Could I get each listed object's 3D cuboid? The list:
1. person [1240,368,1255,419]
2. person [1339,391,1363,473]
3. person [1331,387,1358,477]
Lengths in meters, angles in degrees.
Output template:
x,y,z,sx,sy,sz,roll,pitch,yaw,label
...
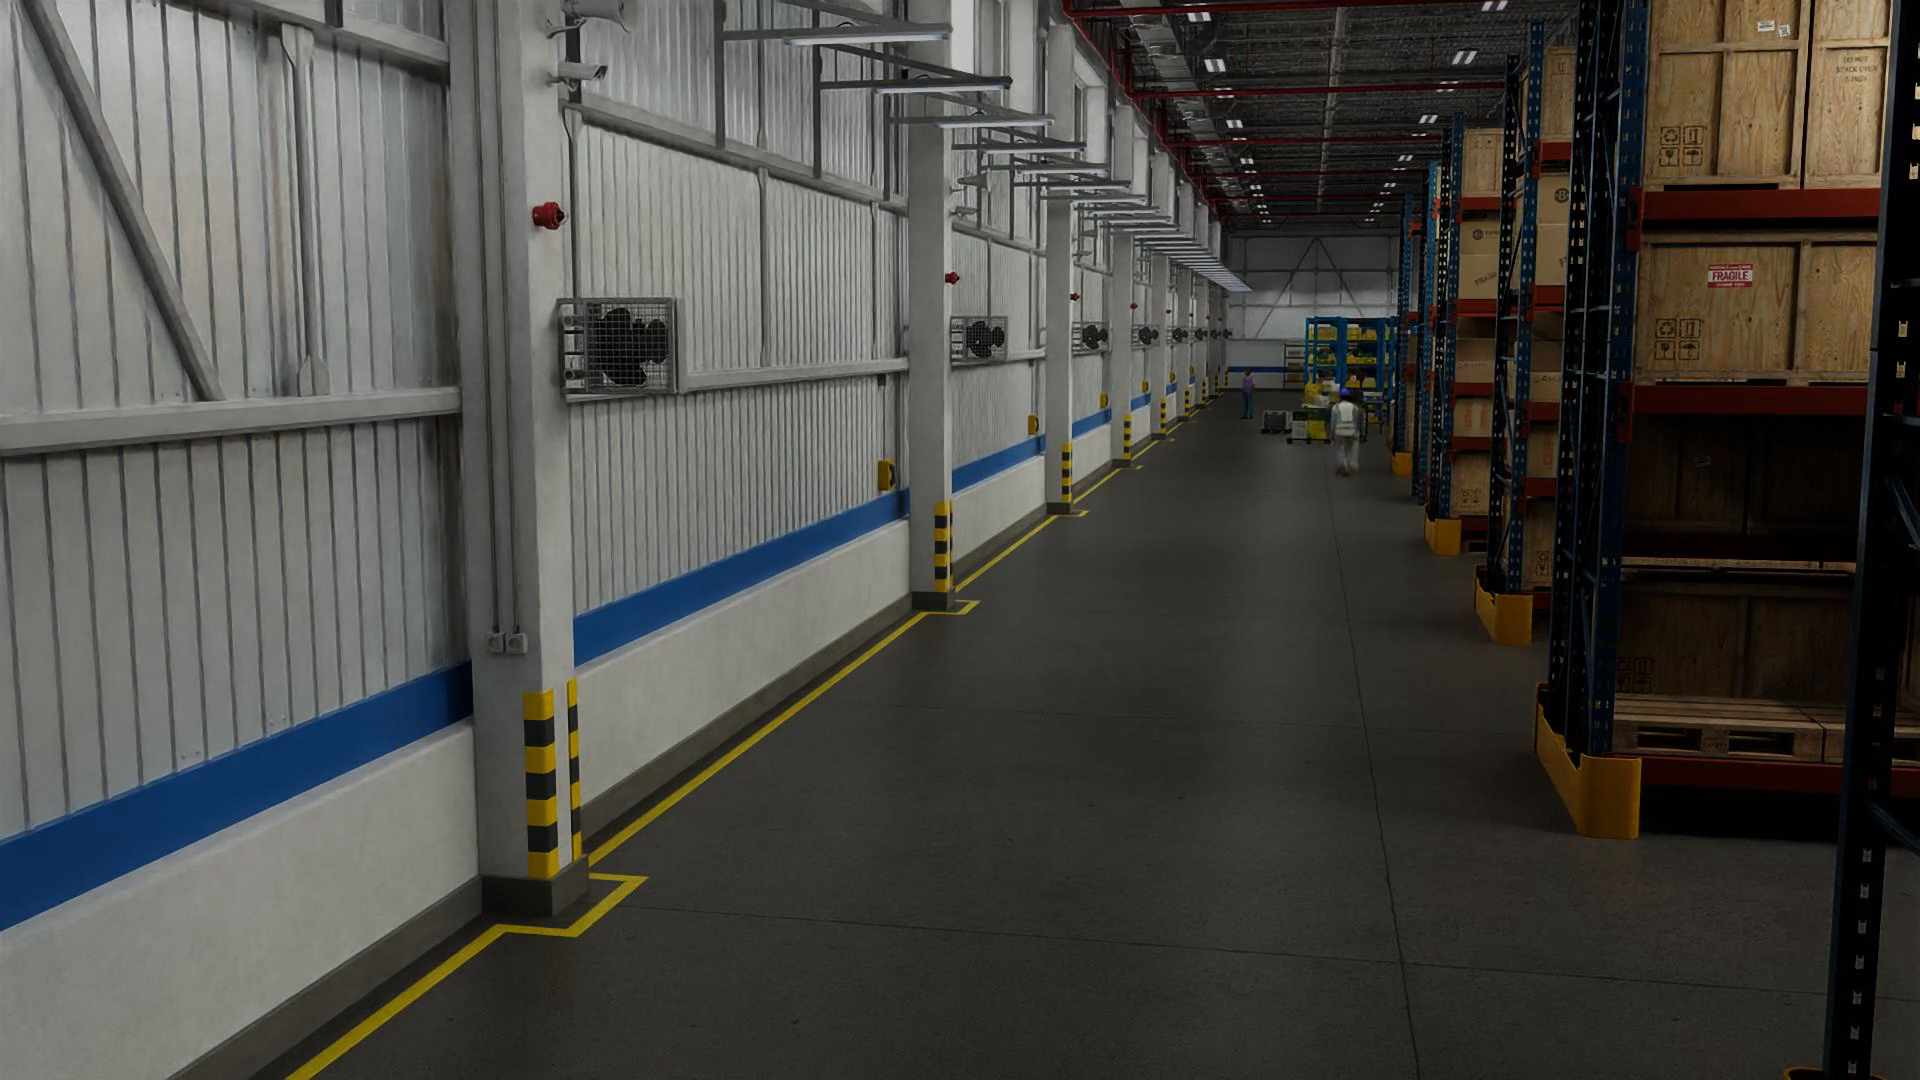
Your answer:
x,y,z,sx,sy,sz,roll,pitch,yaw,label
10.289,-5.231,59.363,0.389,1.850,0.567,-4,8,-31,person
8.610,-2.405,36.859,0.643,1.817,0.682,-1,7,-6,person
8.208,-2.302,35.579,0.597,1.927,0.478,0,7,-4,person
